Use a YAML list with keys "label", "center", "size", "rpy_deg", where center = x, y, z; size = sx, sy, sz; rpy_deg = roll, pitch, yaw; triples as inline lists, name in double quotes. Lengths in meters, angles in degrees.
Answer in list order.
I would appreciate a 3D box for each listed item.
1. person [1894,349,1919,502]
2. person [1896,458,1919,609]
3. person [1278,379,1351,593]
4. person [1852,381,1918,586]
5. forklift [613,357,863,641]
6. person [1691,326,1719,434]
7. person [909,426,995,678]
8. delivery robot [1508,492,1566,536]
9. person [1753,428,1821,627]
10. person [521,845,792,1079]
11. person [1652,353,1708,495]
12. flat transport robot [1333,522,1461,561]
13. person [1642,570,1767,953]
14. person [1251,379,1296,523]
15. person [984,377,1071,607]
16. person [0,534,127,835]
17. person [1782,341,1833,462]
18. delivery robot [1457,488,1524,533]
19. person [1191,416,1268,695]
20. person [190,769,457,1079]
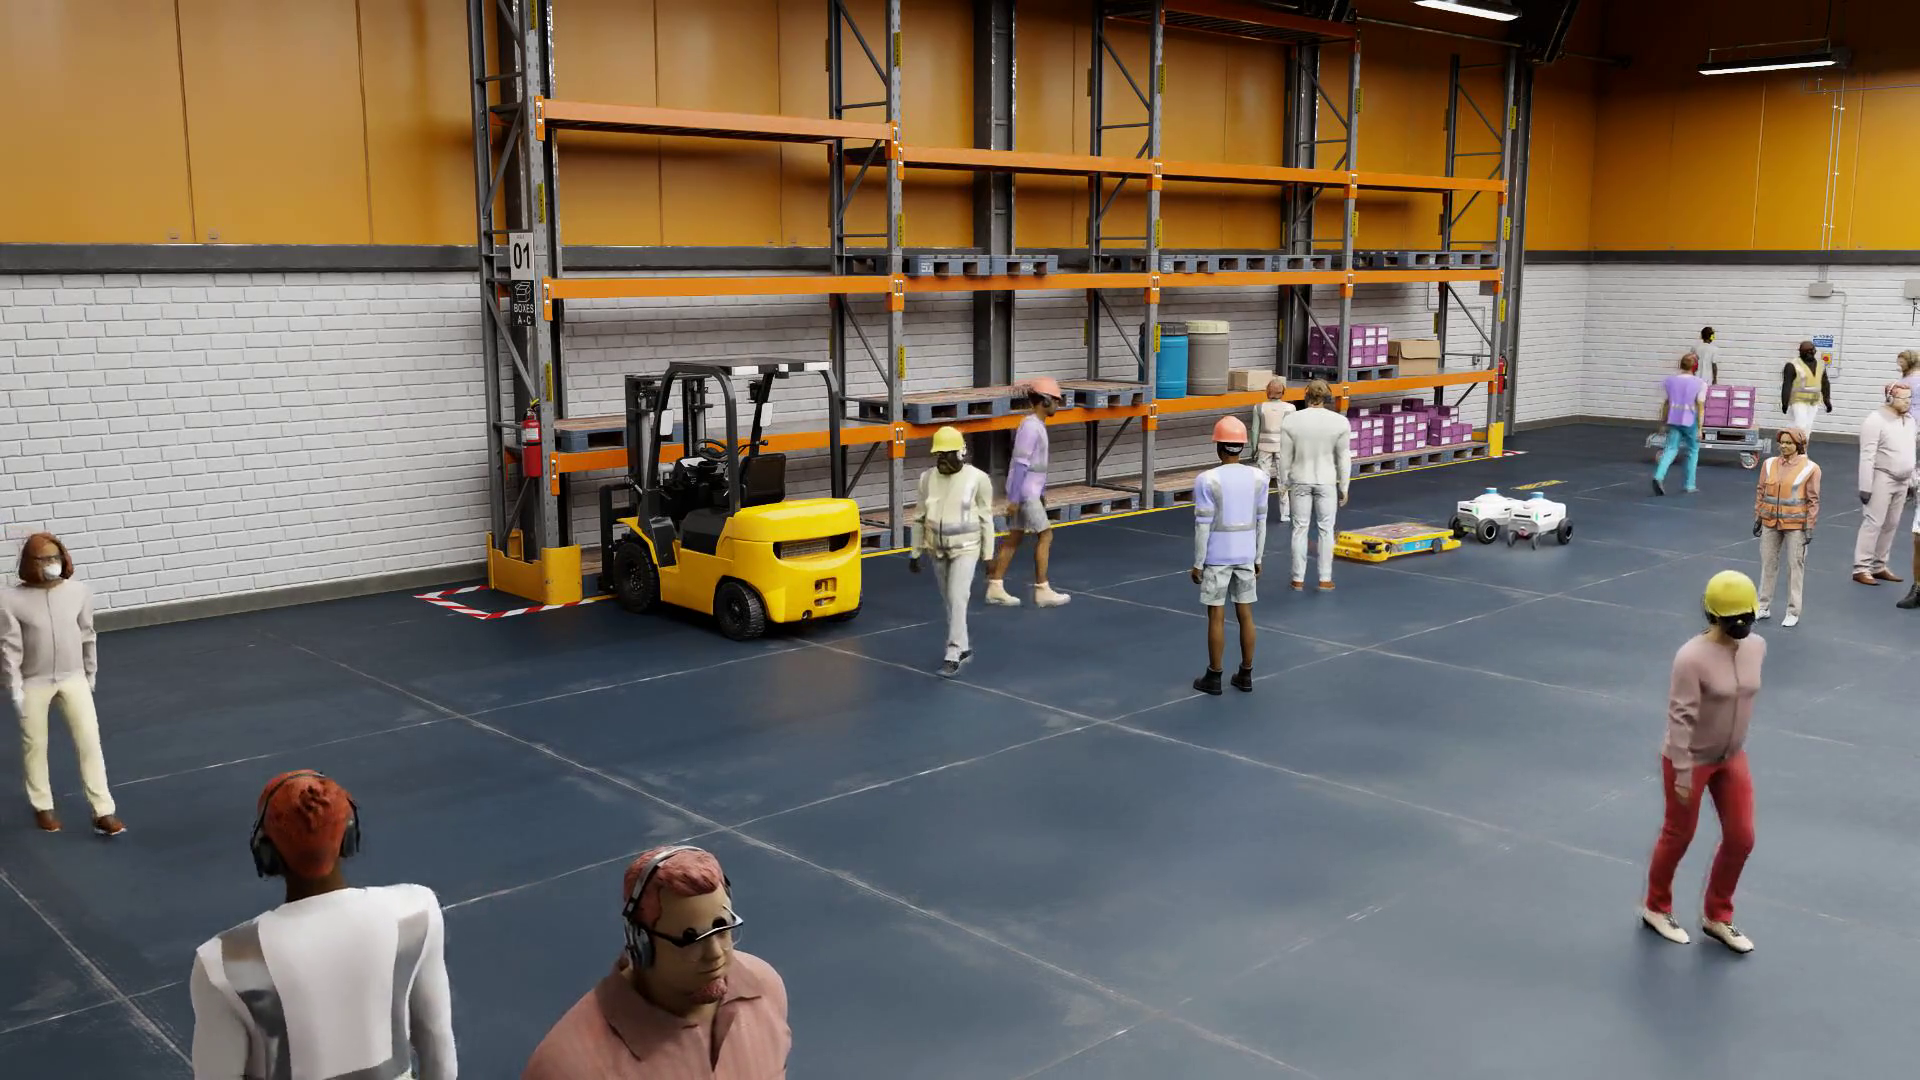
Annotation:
- label: "person"
  center: [11.396, -1.333, 20.020]
  size: [0.505, 1.927, 0.650]
  rpy_deg: [2, 10, 12]
- label: "person"
  center: [8.537, -0.355, 14.353]
  size: [0.828, 1.913, 0.552]
  rpy_deg: [-4, 11, -24]
- label: "person"
  center: [3.215, -0.486, 15.071]
  size: [0.639, 1.932, 0.384]
  rpy_deg: [3, 10, 16]
- label: "person"
  center: [8.601, -0.525, 15.396]
  size: [0.653, 1.897, 0.396]
  rpy_deg: [-5, 11, -28]
- label: "forklift"
  center: [-1.847, -0.414, 13.852]
  size: [1.214, 2.155, 2.313]
  rpy_deg: [-9, 13, -42]
- label: "person"
  center: [12.481, -2.644, 27.899]
  size: [0.333, 1.861, 0.525]
  rpy_deg: [-6, 11, -32]
- label: "person"
  center: [-0.112, 0.085, 12.058]
  size: [0.625, 1.799, 0.792]
  rpy_deg: [5, 11, 29]
- label: "delivery robot"
  center: [6.066, -0.260, 17.472]
  size: [0.477, 0.478, 0.707]
  rpy_deg: [9, 13, 43]
- label: "person"
  center: [6.793, -0.111, 13.699]
  size: [0.310, 1.642, 0.514]
  rpy_deg: [-7, 12, -35]
- label: "person"
  center: [-0.541, 1.526, 3.339]
  size: [0.401, 1.906, 0.649]
  rpy_deg: [8, 12, 38]
- label: "person"
  center: [9.156, -1.465, 21.115]
  size: [0.835, 1.821, 0.573]
  rpy_deg: [-7, 12, -37]
- label: "flat transport robot"
  center: [4.423, 0.007, 17.012]
  size: [1.431, 0.197, 0.652]
  rpy_deg: [-7, 12, -37]
- label: "person"
  center: [3.225, 0.953, 7.212]
  size: [0.540, 1.725, 0.590]
  rpy_deg: [-3, 10, -19]
- label: "person"
  center: [3.580, -1.010, 18.970]
  size: [0.523, 1.636, 0.311]
  rpy_deg: [2, 10, 12]
- label: "person"
  center: [0.613, -0.405, 14.376]
  size: [0.878, 1.987, 0.626]
  rpy_deg: [0, 10, -1]
- label: "person"
  center: [-4.678, 0.769, 8.621]
  size: [0.771, 1.605, 0.498]
  rpy_deg: [9, 13, 42]
- label: "person"
  center: [12.278, -1.985, 24.153]
  size: [0.651, 1.816, 0.467]
  rpy_deg: [-3, 10, -17]
- label: "delivery robot"
  center: [5.680, -0.316, 17.798]
  size: [0.707, 0.478, 0.477]
  rpy_deg: [-5, 11, -26]
- label: "person"
  center: [1.853, 0.111, 11.531]
  size: [0.545, 1.939, 0.354]
  rpy_deg: [-3, 10, -18]
- label: "person"
  center: [-1.451, 1.451, 3.886]
  size: [0.597, 1.865, 0.682]
  rpy_deg: [-7, 12, -34]
